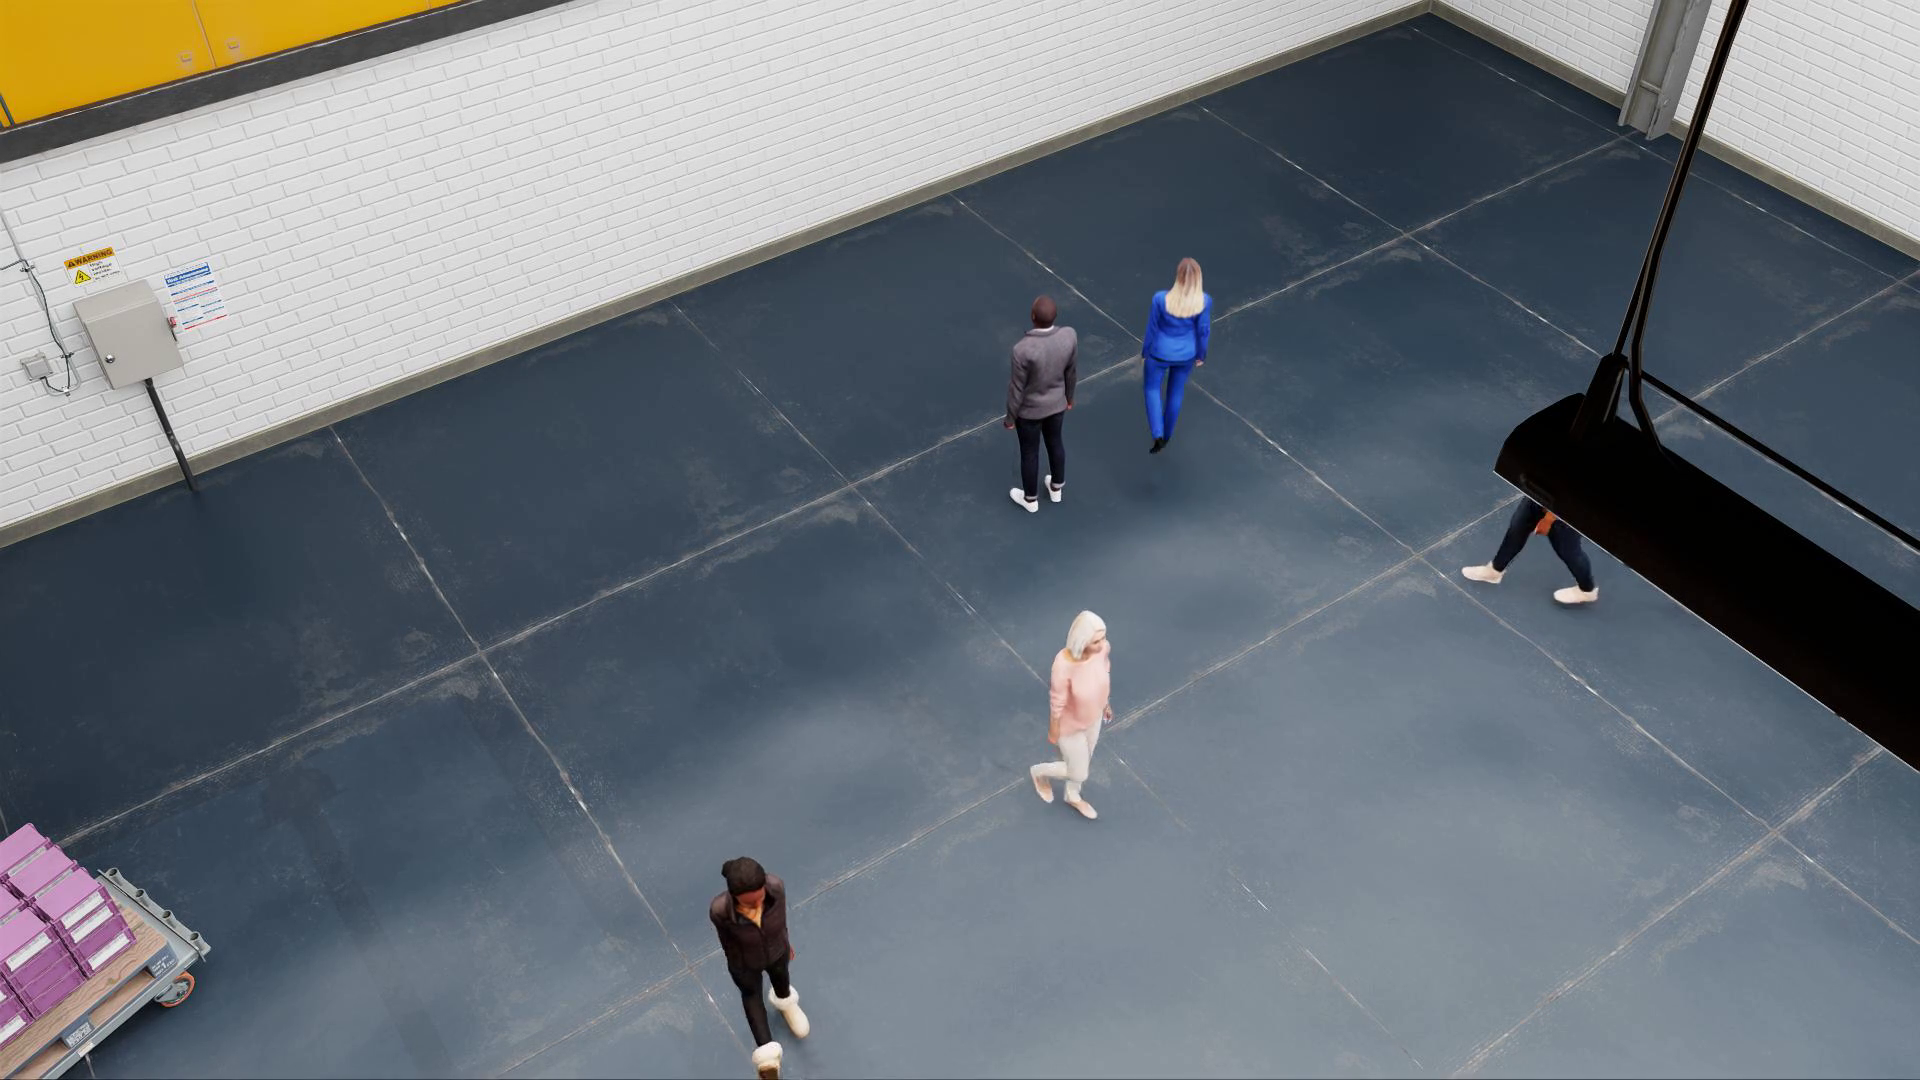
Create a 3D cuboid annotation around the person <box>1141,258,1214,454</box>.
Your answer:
[{"bbox_3d":[1.585,-1.312,12.331,0.870,1.689,0.954,0,44,0],"label":"person"}]

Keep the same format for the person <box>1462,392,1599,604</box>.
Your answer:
[{"bbox_3d":[4.115,-0.227,11.133,1.210,1.769,1.135,9,44,9],"label":"person"}]

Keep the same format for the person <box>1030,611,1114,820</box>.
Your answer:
[{"bbox_3d":[0.645,0.994,9.891,0.758,1.715,0.684,31,52,28],"label":"person"}]

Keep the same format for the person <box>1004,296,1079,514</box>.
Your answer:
[{"bbox_3d":[0.584,-0.958,11.867,0.753,1.817,0.640,-18,46,-18],"label":"person"}]

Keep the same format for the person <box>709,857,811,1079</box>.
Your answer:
[{"bbox_3d":[-0.978,2.231,8.638,0.898,1.653,0.671,-26,49,-24],"label":"person"}]
